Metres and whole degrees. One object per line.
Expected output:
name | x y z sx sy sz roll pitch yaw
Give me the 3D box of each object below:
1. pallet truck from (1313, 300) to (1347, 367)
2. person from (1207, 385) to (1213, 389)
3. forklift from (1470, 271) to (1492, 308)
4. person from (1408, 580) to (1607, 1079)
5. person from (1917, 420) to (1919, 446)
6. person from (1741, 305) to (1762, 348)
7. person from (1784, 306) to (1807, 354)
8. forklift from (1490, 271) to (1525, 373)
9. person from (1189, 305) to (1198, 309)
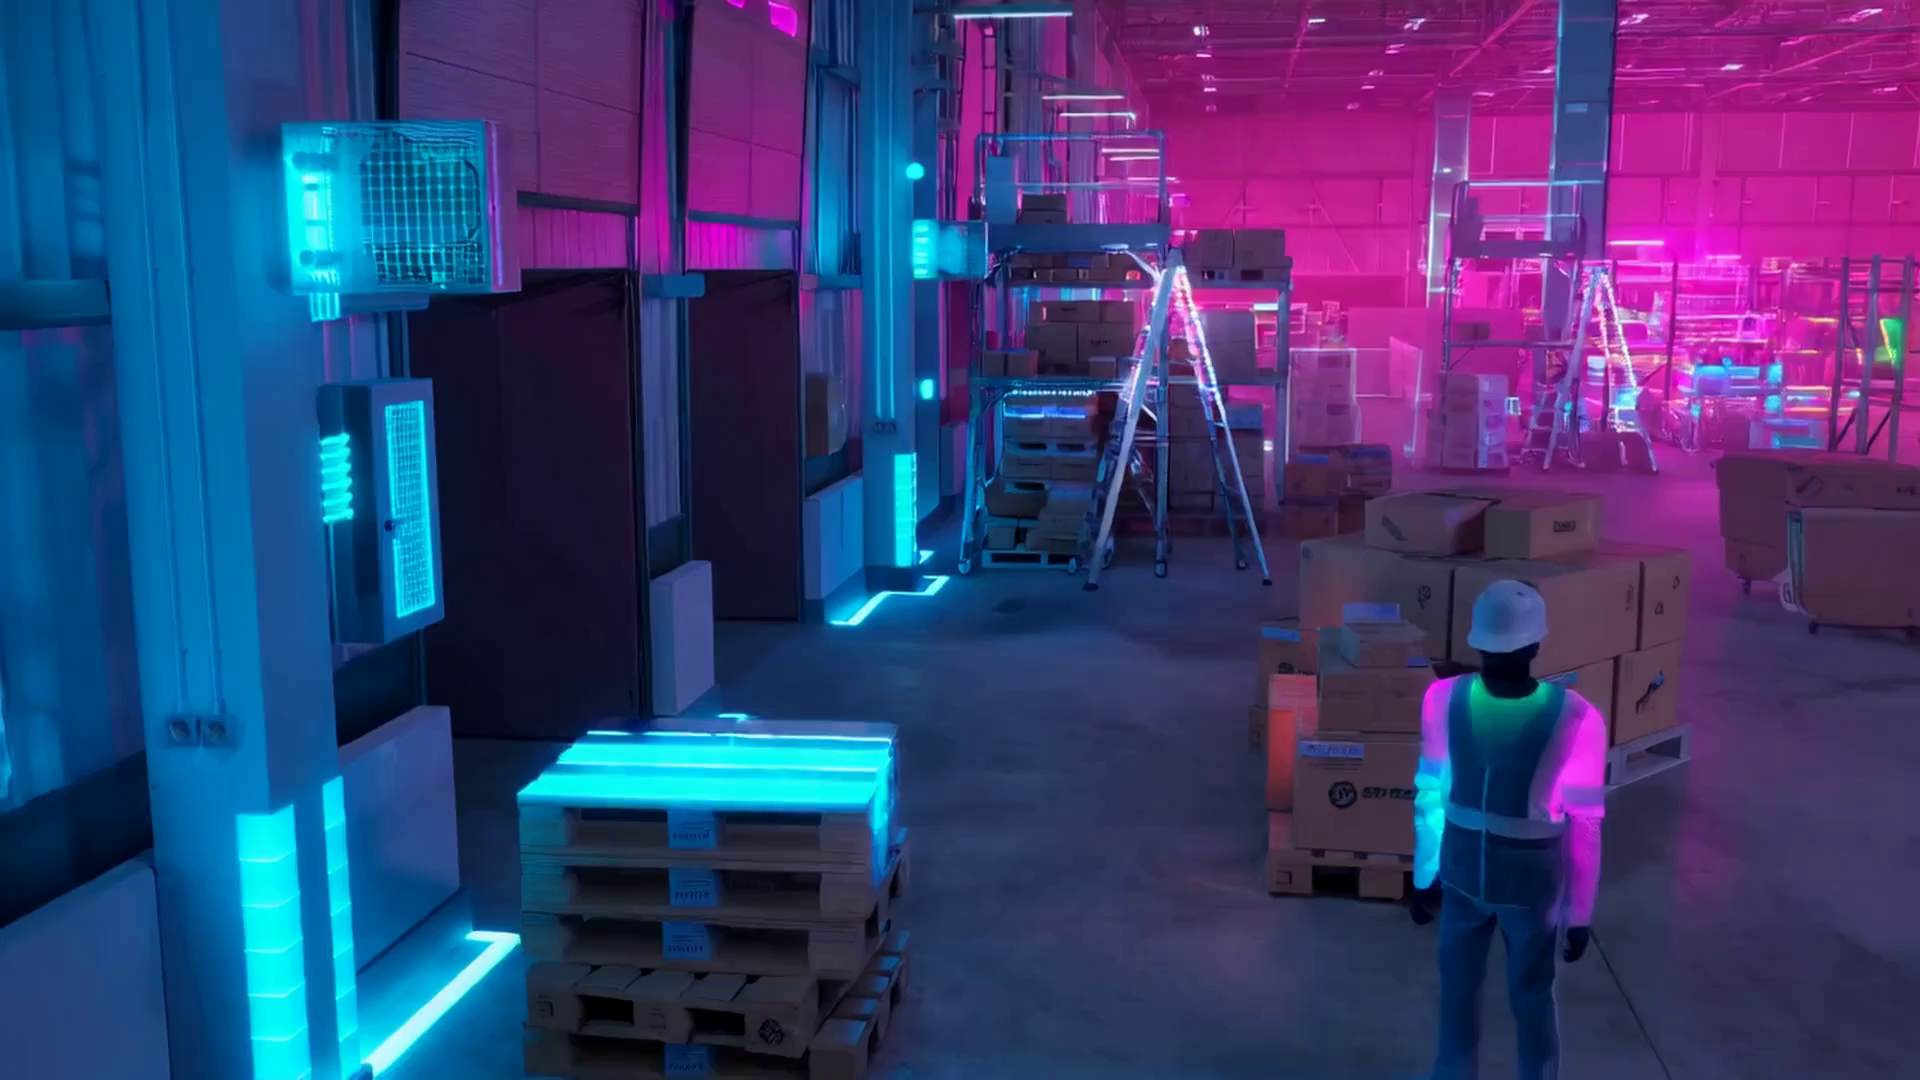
pallet truck | 11.159 -6.200 49.718 0.823 1.965 1.885 4 10 26
person | 5.240 -3.646 35.099 0.313 1.634 0.514 -5 10 -26
forklift | 12.957 -5.334 41.665 1.873 2.768 1.129 1 9 9
person | 1.676 1.063 5.182 0.590 1.918 0.398 8 12 41
person | 15.752 -2.369 26.900 0.320 1.739 0.485 8 12 42
person | 21.951 -5.580 46.188 0.544 1.902 0.446 7 11 36
person | 23.373 -5.615 46.535 1.018 1.881 0.616 -5 11 -30
forklift | 14.324 -5.915 45.245 1.873 2.768 1.129 -3 10 -17
person | 6.241 -5.348 44.688 0.544 1.930 0.389 -5 11 -29
